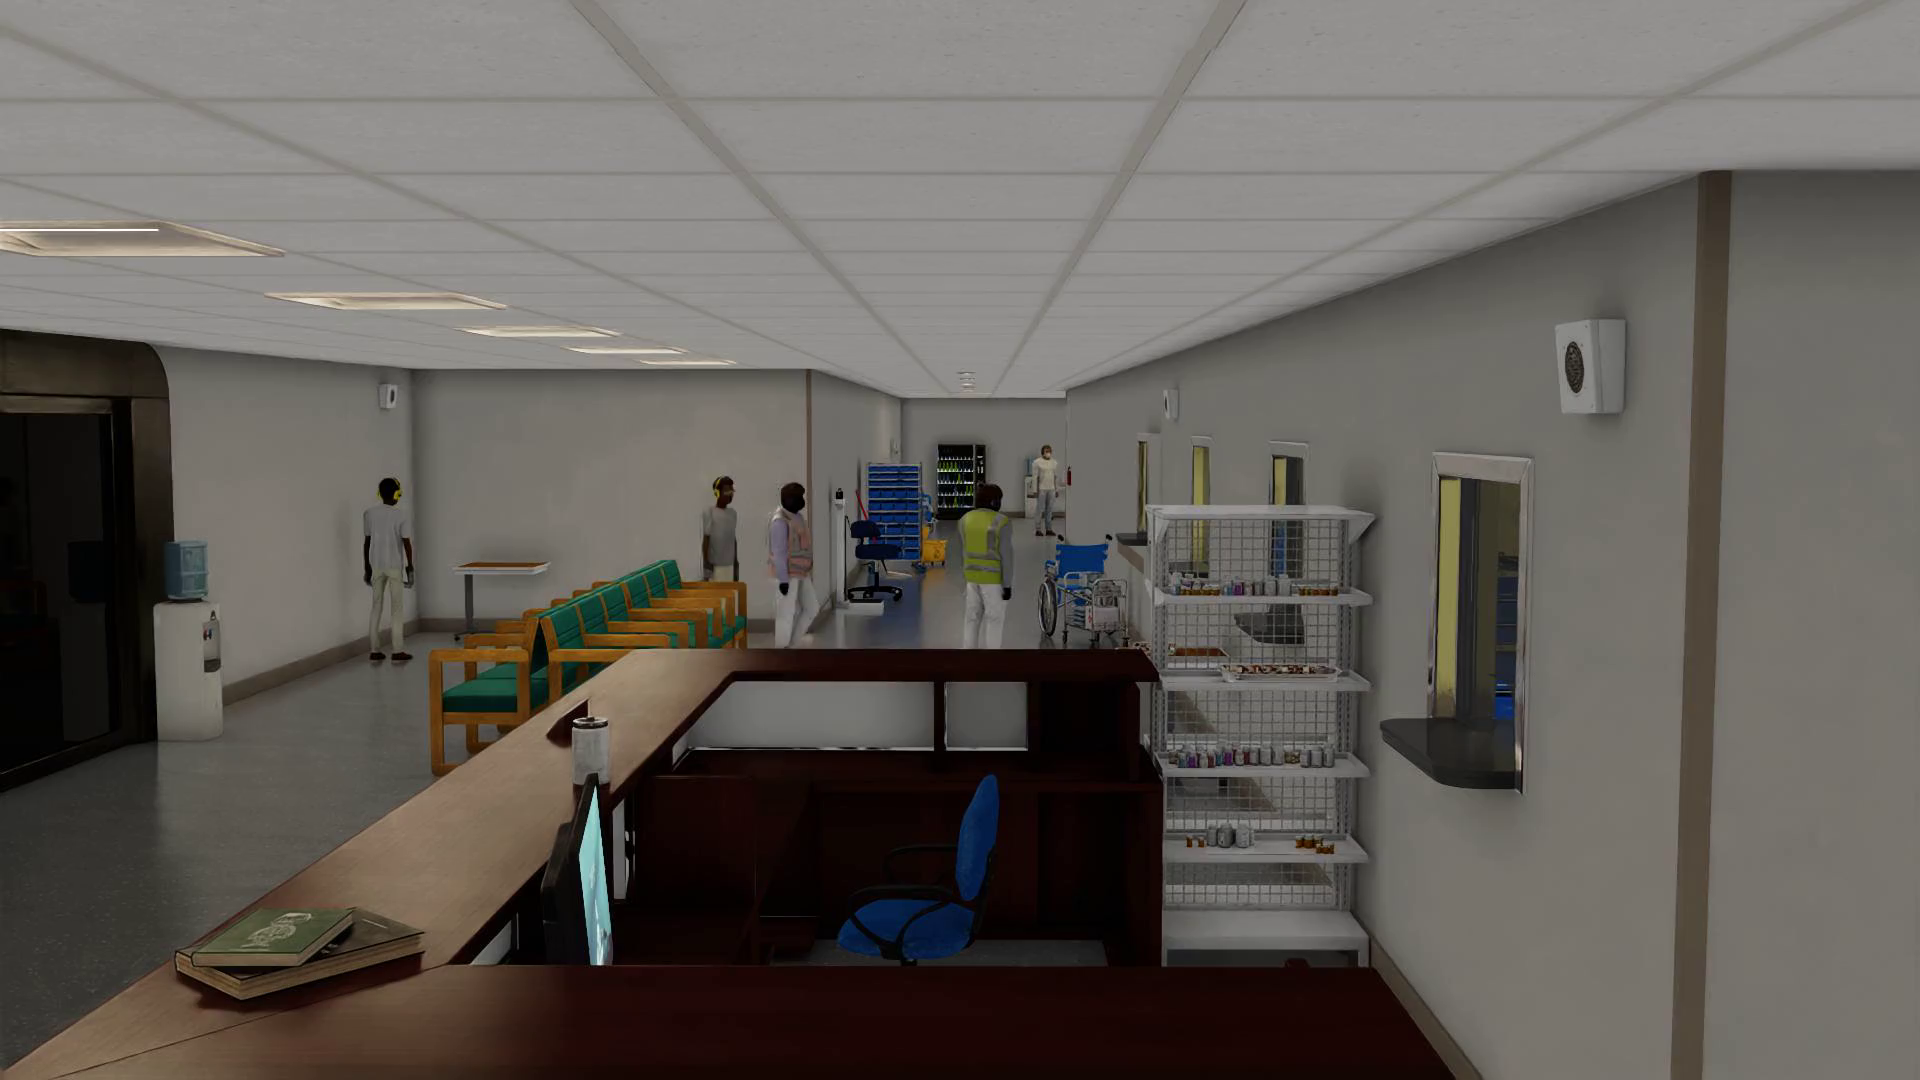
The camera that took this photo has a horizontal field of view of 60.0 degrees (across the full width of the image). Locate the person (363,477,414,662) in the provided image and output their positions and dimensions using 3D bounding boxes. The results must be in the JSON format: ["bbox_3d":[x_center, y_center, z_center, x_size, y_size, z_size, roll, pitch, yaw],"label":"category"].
[{"bbox_3d":[-5.761,0.300,16.752,0.526,1.861,0.321,0,4,5],"label":"person"}]

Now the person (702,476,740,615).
[{"bbox_3d":[-2.463,0.275,17.097,0.443,1.857,0.538,3,5,32],"label":"person"}]

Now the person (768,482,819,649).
[{"bbox_3d":[-1.642,0.347,16.297,0.461,1.825,0.658,1,4,16],"label":"person"}]

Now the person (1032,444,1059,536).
[{"bbox_3d":[1.804,-1.044,35.033,0.635,1.937,0.352,-2,5,-30],"label":"person"}]

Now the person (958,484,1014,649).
[{"bbox_3d":[0.265,0.385,15.718,0.631,1.840,0.429,3,5,39],"label":"person"}]
